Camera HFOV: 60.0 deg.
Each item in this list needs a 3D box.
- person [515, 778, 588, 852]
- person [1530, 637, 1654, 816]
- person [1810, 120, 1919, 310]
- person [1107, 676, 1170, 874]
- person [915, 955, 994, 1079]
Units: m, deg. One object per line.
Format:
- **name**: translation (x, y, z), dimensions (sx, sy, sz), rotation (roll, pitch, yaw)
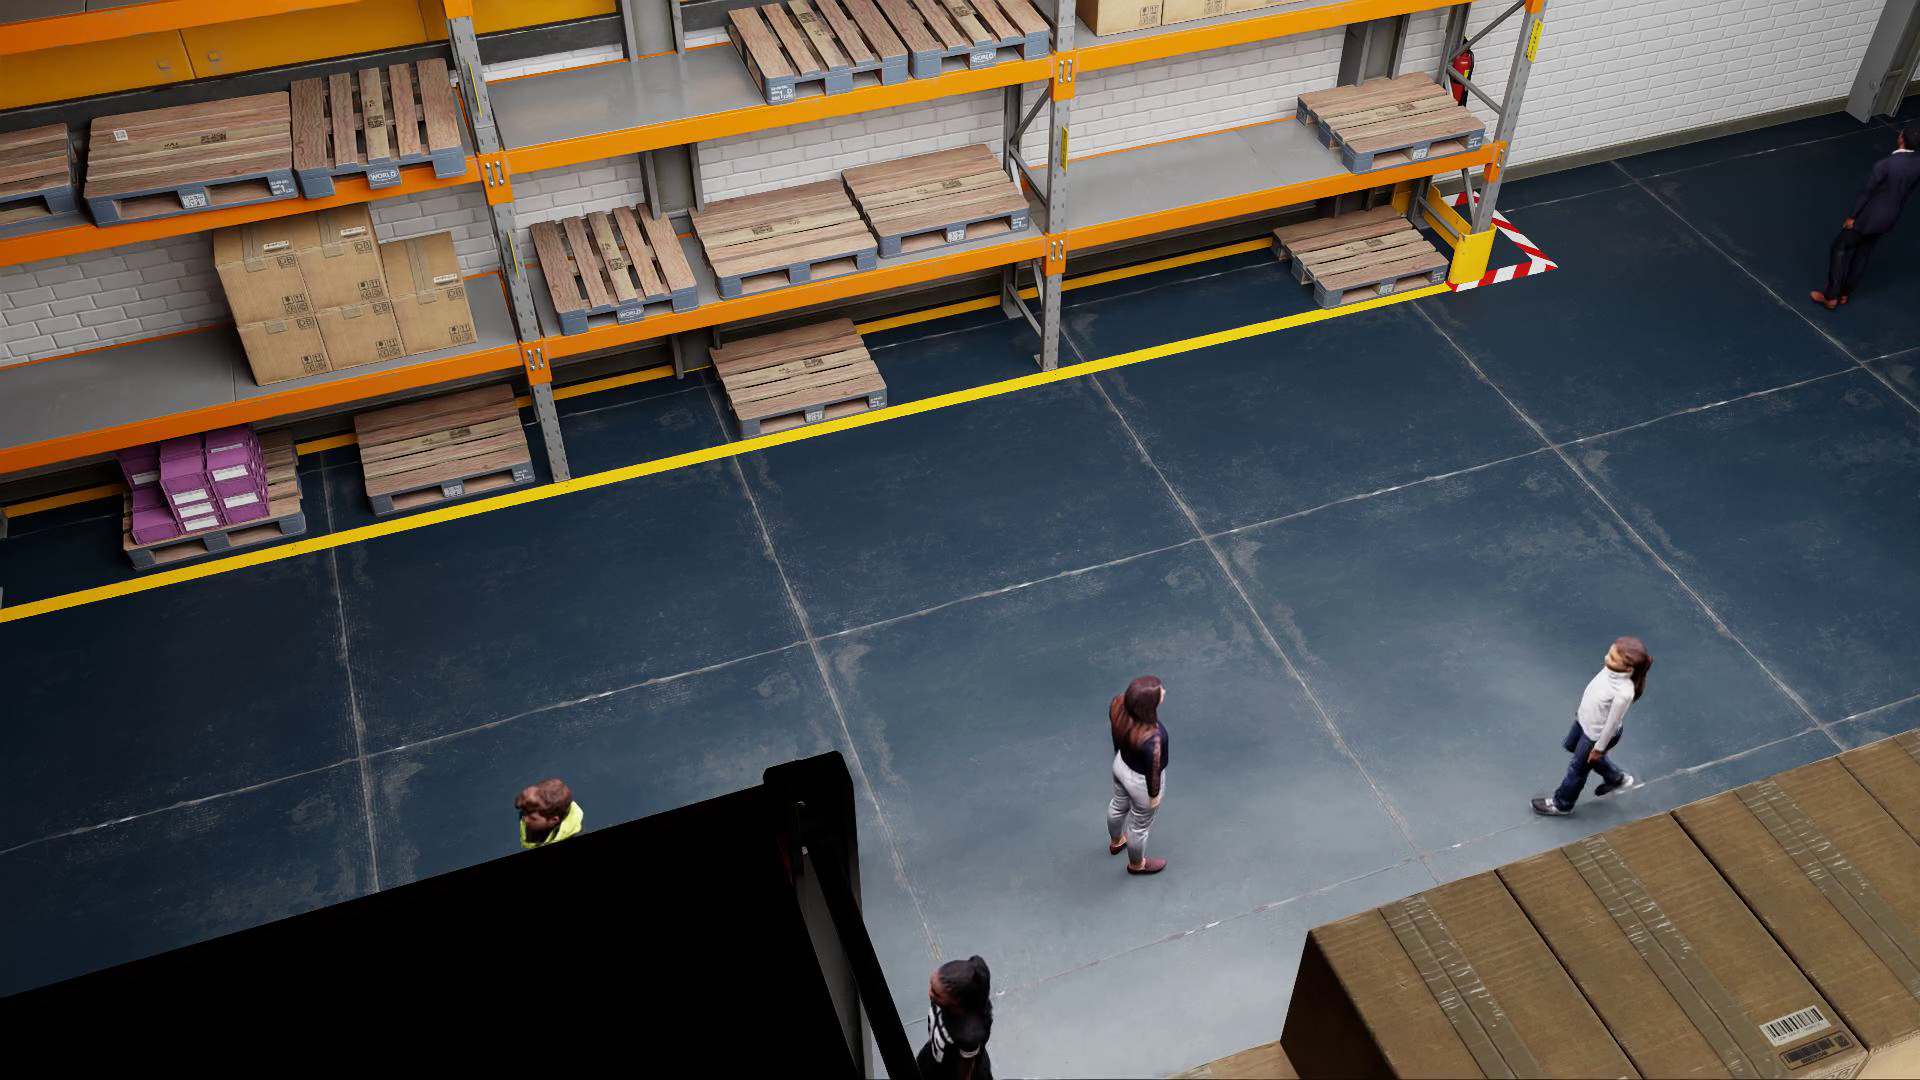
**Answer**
- **person**: translation (-1.962, 1.843, 8.802), dimensions (1.243, 1.954, 0.990), rotation (-28, 50, -26)
- **person**: translation (3.859, 1.116, 9.859), dimensions (0.883, 1.549, 0.730), rotation (4, 44, 5)
- **person**: translation (7.534, -2.617, 13.653), dimensions (0.590, 1.720, 0.769), rotation (-9, 44, -10)
- **person**: translation (1.037, 1.342, 9.579), dimensions (0.578, 1.608, 0.628), rotation (-20, 47, -20)
- **person**: translation (0.056, 2.570, 8.209), dimensions (0.646, 1.721, 0.627), rotation (-18, 46, -18)
